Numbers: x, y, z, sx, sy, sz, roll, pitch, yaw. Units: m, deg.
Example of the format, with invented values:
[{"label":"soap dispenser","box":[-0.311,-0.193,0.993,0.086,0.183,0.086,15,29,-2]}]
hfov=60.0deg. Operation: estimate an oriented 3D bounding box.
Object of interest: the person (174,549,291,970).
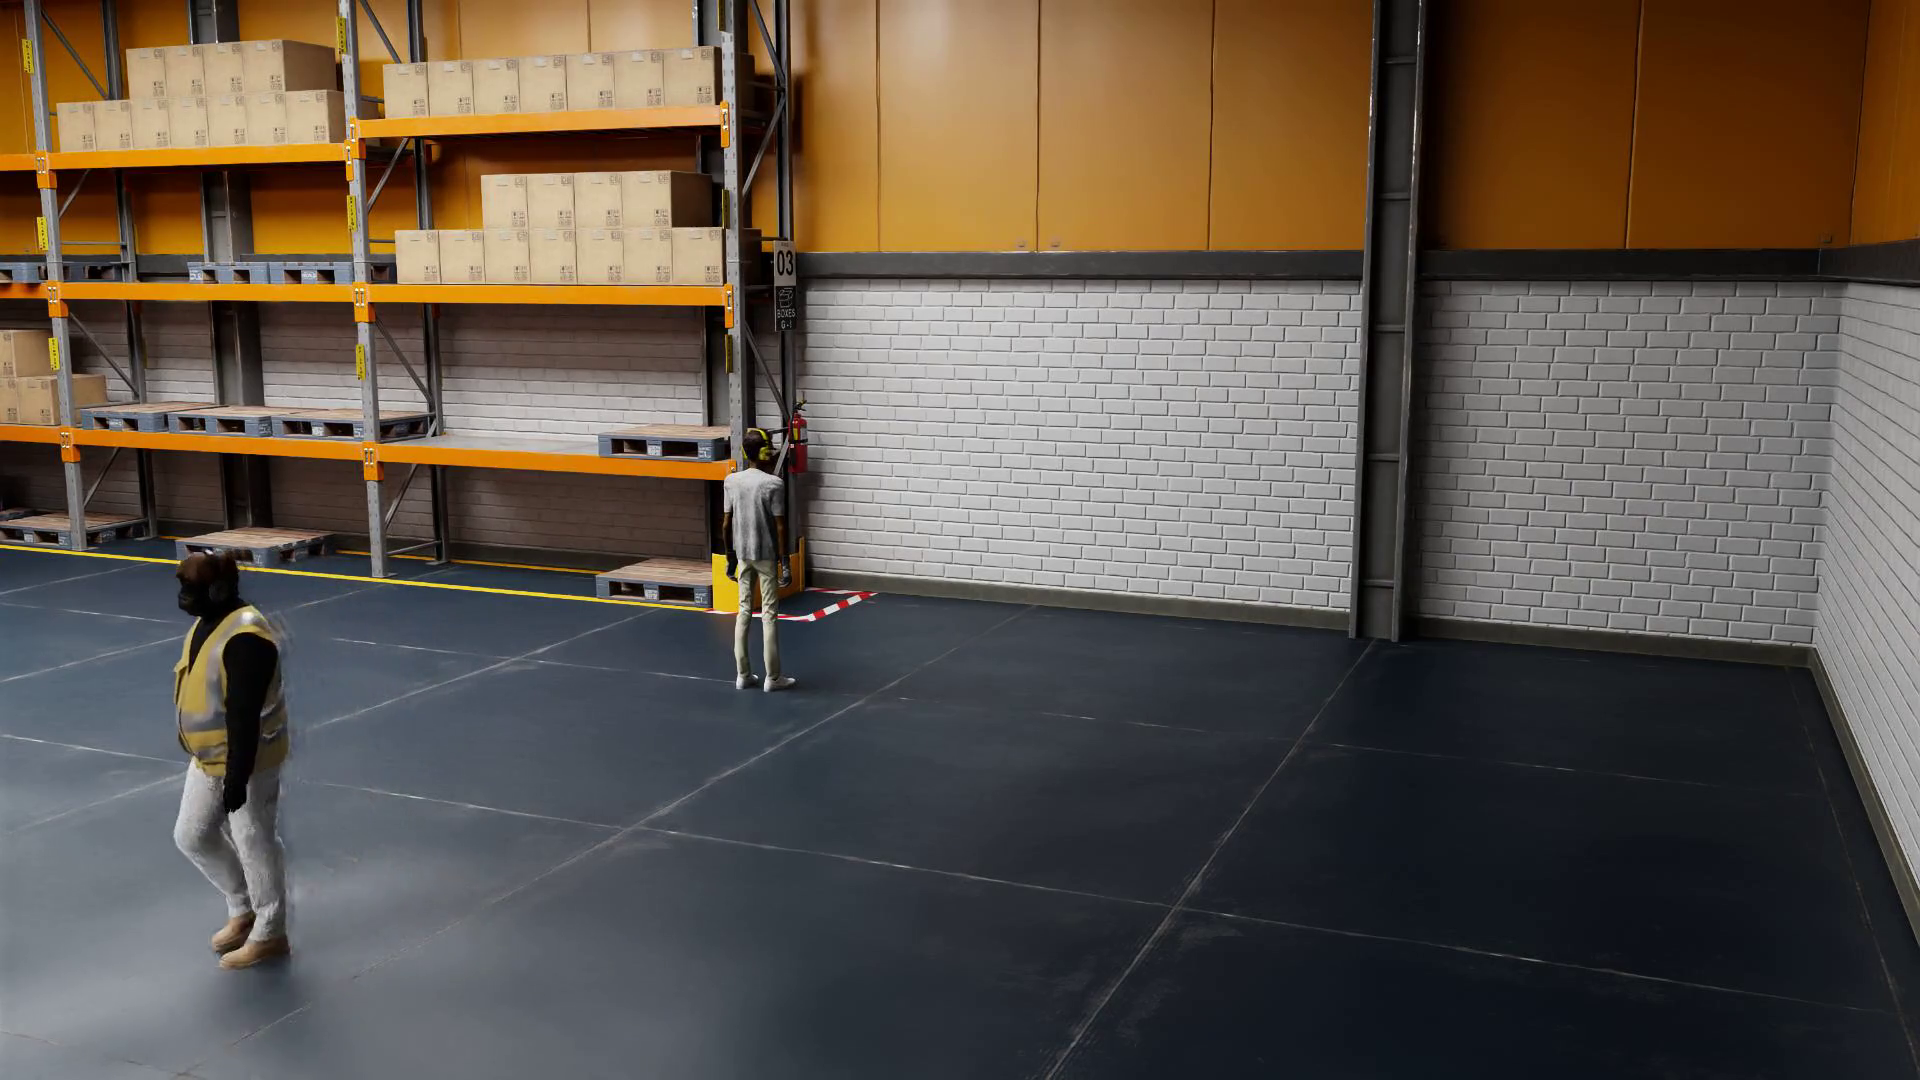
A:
[{"label":"person","box":[-3.111,0.940,7.116,0.447,1.826,0.637,-9,13,-44]}]

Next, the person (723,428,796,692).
[{"label":"person","box":[-1.433,0.144,11.802,0.535,1.865,0.310,4,10,22]}]
